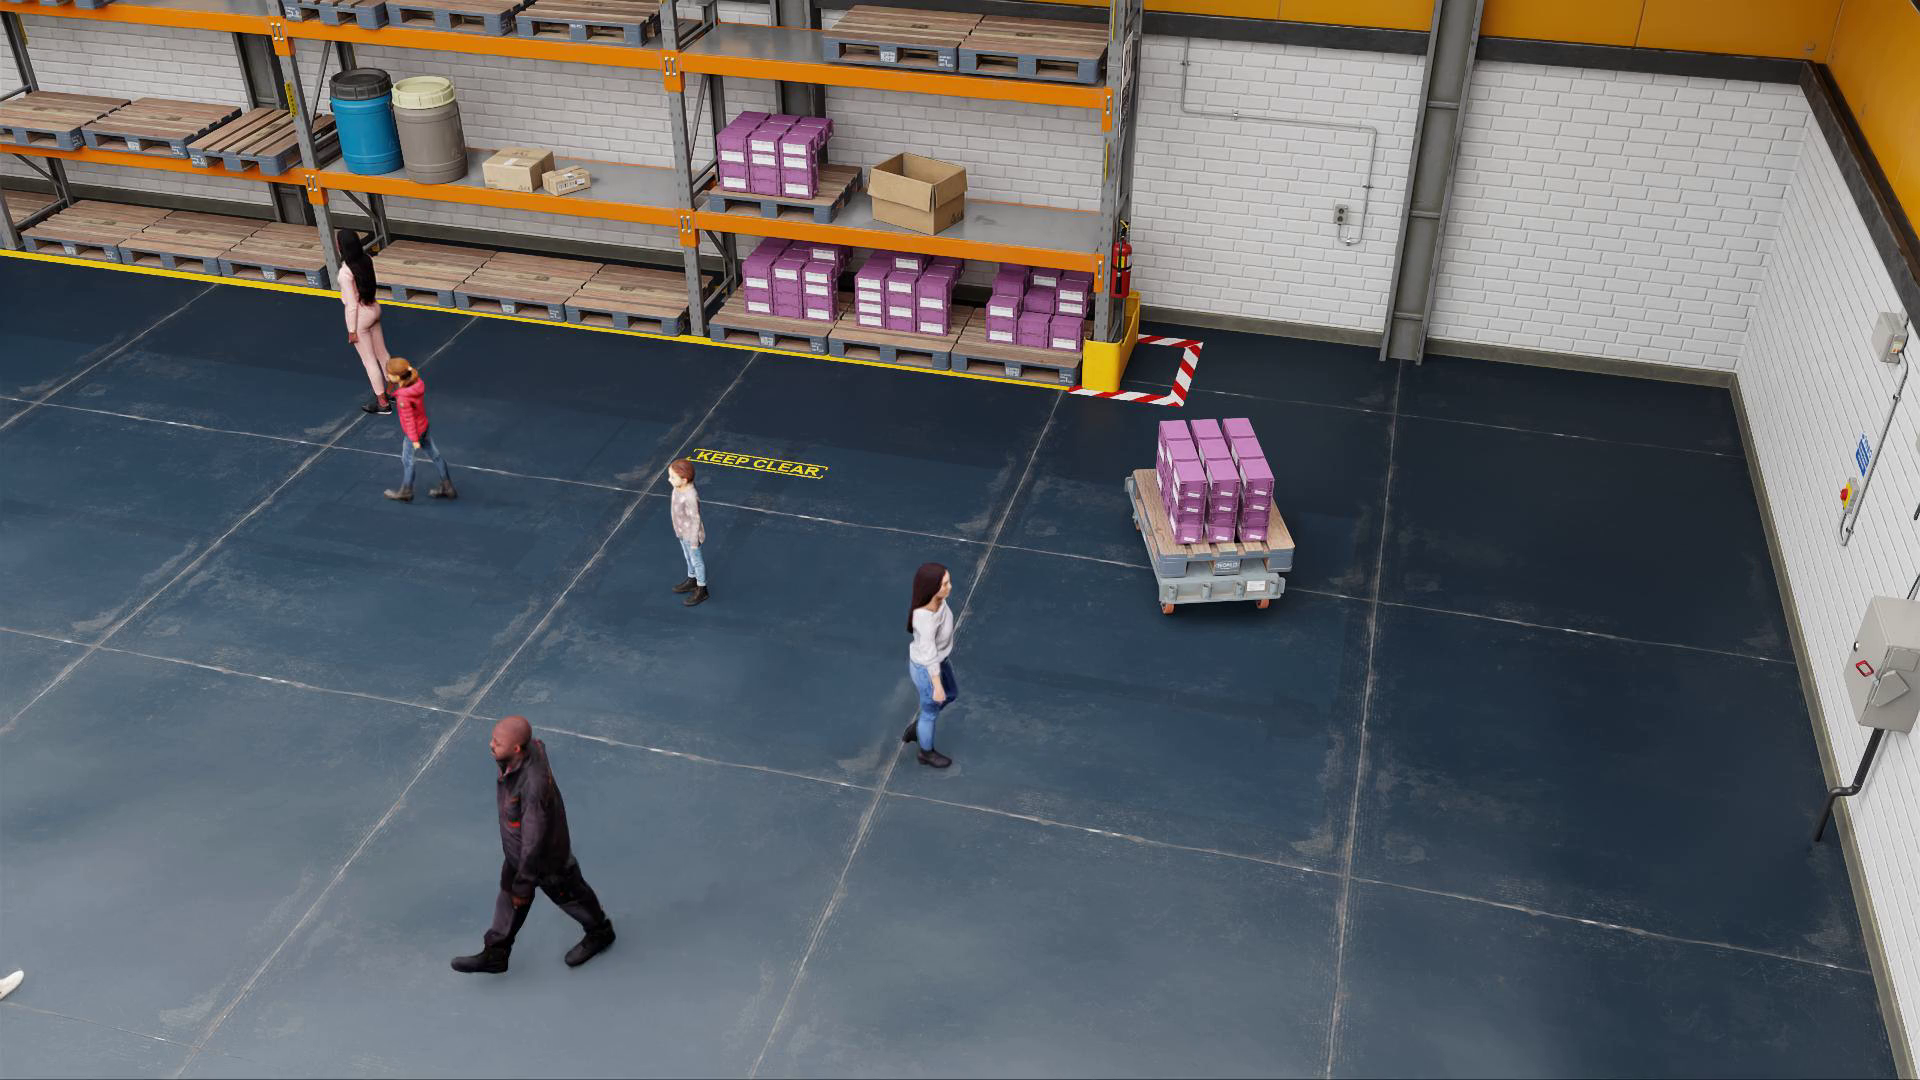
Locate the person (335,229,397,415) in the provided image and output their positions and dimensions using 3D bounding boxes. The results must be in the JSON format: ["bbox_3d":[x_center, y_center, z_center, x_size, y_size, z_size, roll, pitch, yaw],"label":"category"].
[{"bbox_3d":[-5.250,-1.938,14.680,0.543,1.720,0.638,6,34,8],"label":"person"}]

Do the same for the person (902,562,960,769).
[{"bbox_3d":[-0.266,0.806,10.643,0.644,1.621,0.673,3,34,4],"label":"person"}]

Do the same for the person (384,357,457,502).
[{"bbox_3d":[-4.331,-0.884,13.480,0.815,1.294,0.590,3,34,5],"label":"person"}]

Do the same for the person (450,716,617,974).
[{"bbox_3d":[-2.221,1.675,9.179,1.242,1.794,1.184,-18,38,-25],"label":"person"}]

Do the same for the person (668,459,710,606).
[{"bbox_3d":[-2.012,-0.079,12.359,0.618,1.194,0.556,-18,38,-25],"label":"person"}]
